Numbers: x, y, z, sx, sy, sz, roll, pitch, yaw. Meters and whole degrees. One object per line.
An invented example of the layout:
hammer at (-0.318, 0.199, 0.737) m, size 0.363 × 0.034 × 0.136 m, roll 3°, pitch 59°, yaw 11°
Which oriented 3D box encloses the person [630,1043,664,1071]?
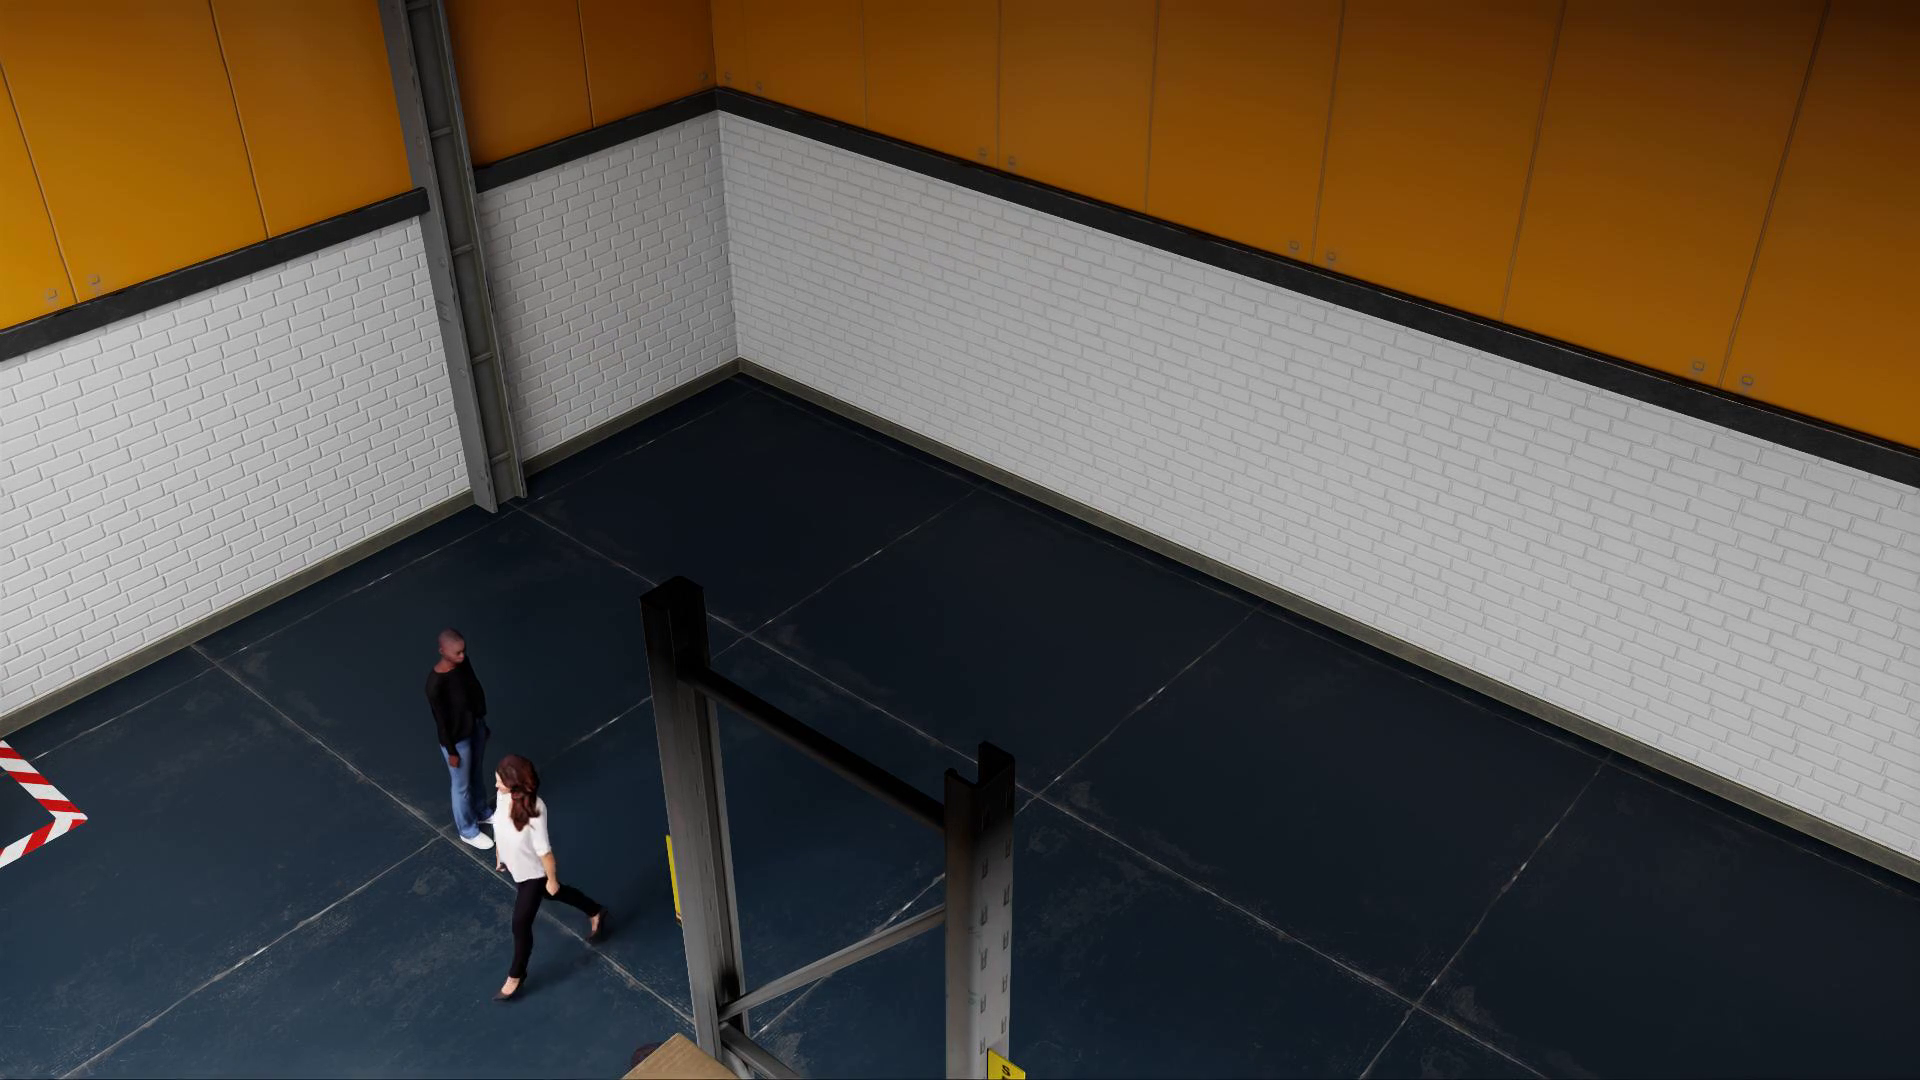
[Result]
person at (-1.540, 3.193, 8.395) m, size 0.720 × 1.764 × 0.683 m, roll -17°, pitch 37°, yaw -24°

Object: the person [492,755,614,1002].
person at (-2.542, 1.988, 10.218) m, size 1.154 × 1.752 × 0.719 m, roll -27°, pitch 42°, yaw -34°

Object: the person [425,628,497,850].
person at (-3.372, 1.313, 11.241) m, size 0.733 × 1.745 × 0.610 m, roll 8°, pitch 35°, yaw 12°
